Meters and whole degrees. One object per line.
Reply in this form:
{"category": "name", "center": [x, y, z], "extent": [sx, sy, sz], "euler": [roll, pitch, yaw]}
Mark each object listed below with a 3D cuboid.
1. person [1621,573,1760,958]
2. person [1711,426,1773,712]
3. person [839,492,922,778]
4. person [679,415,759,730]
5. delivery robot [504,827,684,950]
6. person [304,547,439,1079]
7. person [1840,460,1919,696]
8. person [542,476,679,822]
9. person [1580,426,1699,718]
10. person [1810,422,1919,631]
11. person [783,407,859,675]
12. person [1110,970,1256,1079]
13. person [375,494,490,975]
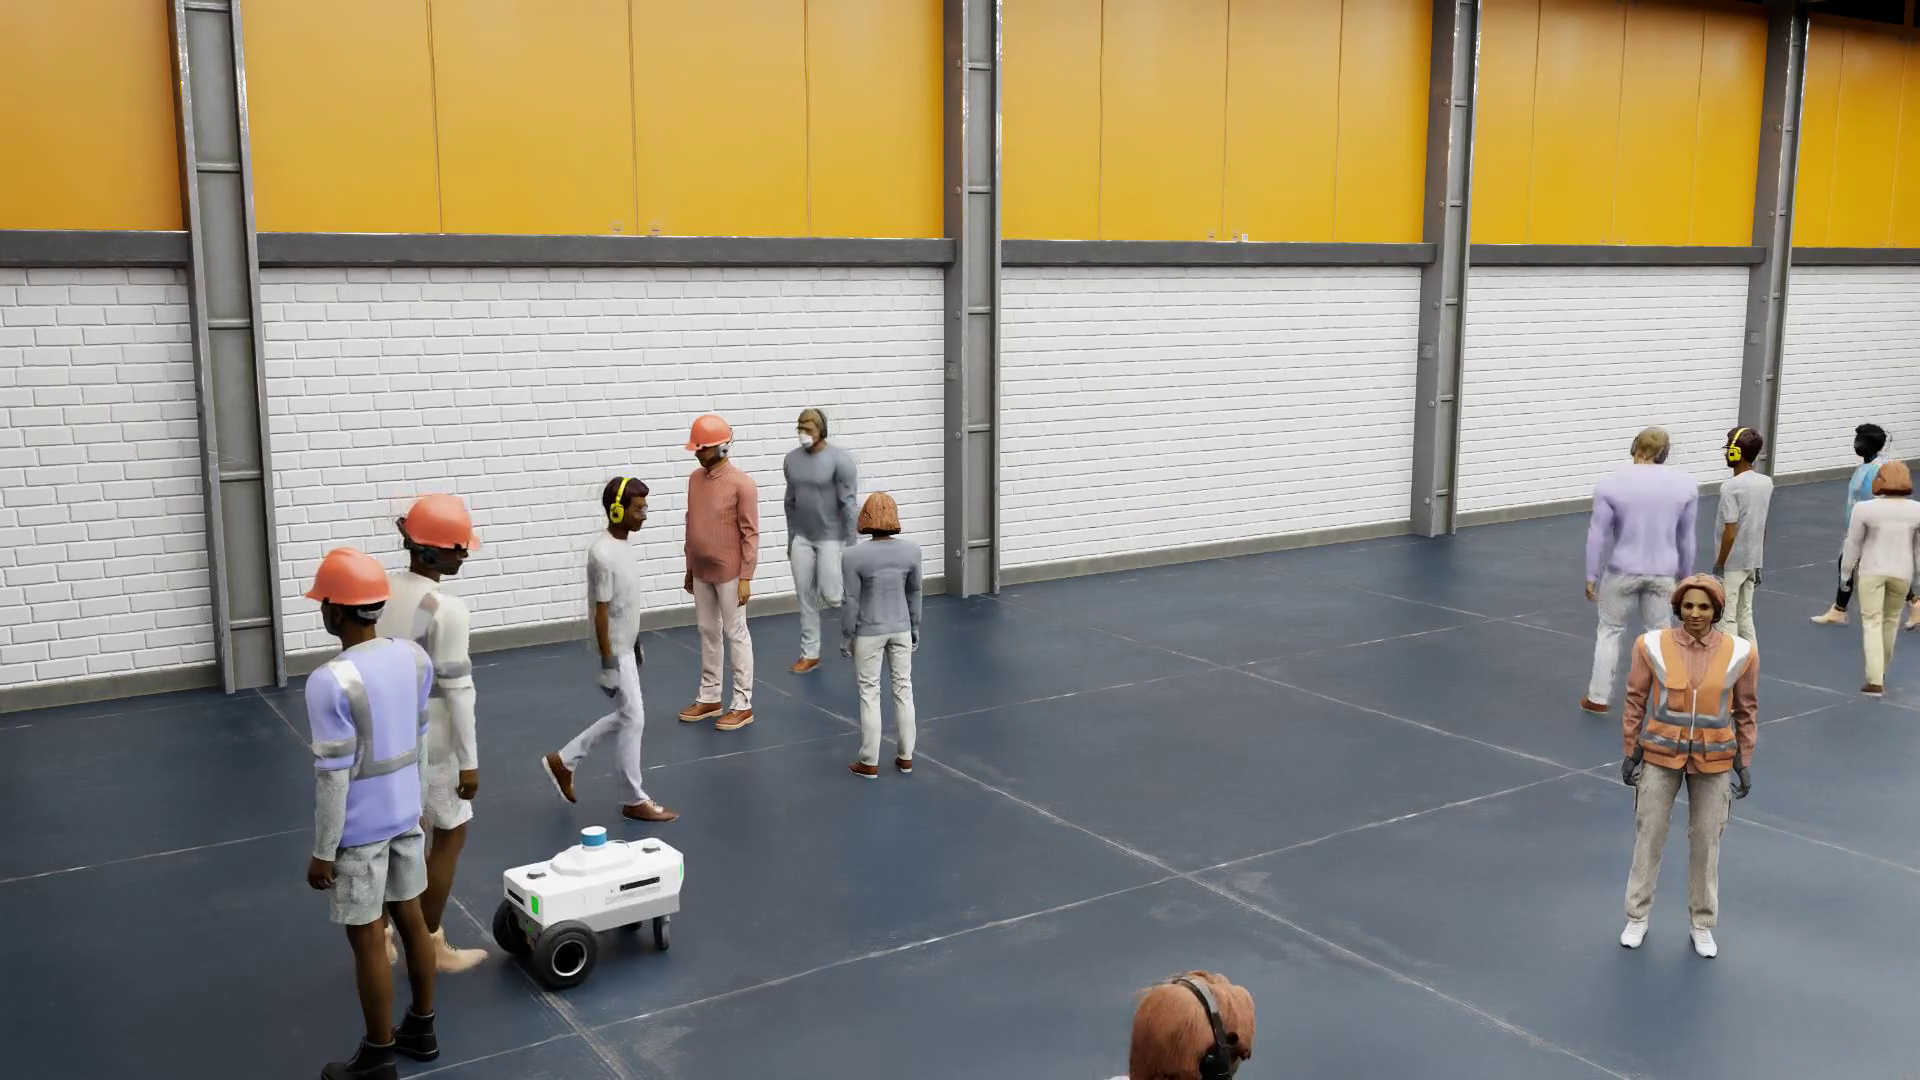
{"category": "person", "center": [3.069, 0.944, 7.026], "extent": [0.523, 1.638, 0.310], "euler": [3, 10, 20]}
{"category": "person", "center": [5.060, 0.191, 10.873], "extent": [0.532, 1.870, 0.315], "euler": [-7, 11, -34]}
{"category": "person", "center": [-0.449, 0.540, 9.477], "extent": [0.502, 1.633, 0.280], "euler": [-5, 11, -27]}
{"category": "person", "center": [-1.531, 0.200, 10.474], "extent": [0.611, 1.985, 0.394], "euler": [8, 12, 39]}
{"category": "delivery robot", "center": [-1.525, 1.447, 6.975], "extent": [0.707, 0.478, 0.477], "euler": [-7, 12, -36]}
{"category": "person", "center": [-2.096, 0.983, 5.883], "extent": [0.354, 1.942, 0.543], "euler": [4, 10, 20]}
{"category": "person", "center": [6.316, 0.245, 11.383], "extent": [0.517, 1.593, 0.776], "euler": [2, 10, 14]}
{"category": "person", "center": [-1.848, 0.575, 8.642], "extent": [0.660, 1.845, 0.563], "euler": [0, 9, 1]}
{"category": "person", "center": [4.303, 0.242, 10.492], "extent": [0.690, 1.895, 0.641], "euler": [2, 10, 10]}
{"category": "person", "center": [7.315, -0.100, 13.233], "extent": [0.784, 1.670, 0.537], "euler": [3, 10, 18]}
{"category": "person", "center": [-0.945, -0.012, 11.955], "extent": [0.635, 1.926, 0.676], "euler": [7, 12, 36]}
{"category": "person", "center": [0.296, 1.609, 3.144], "extent": [0.818, 1.605, 0.526], "euler": [-5, 11, -26]}
{"category": "person", "center": [-2.221, 0.813, 6.754], "extent": [0.655, 2.006, 0.569], "euler": [8, 12, 38]}
